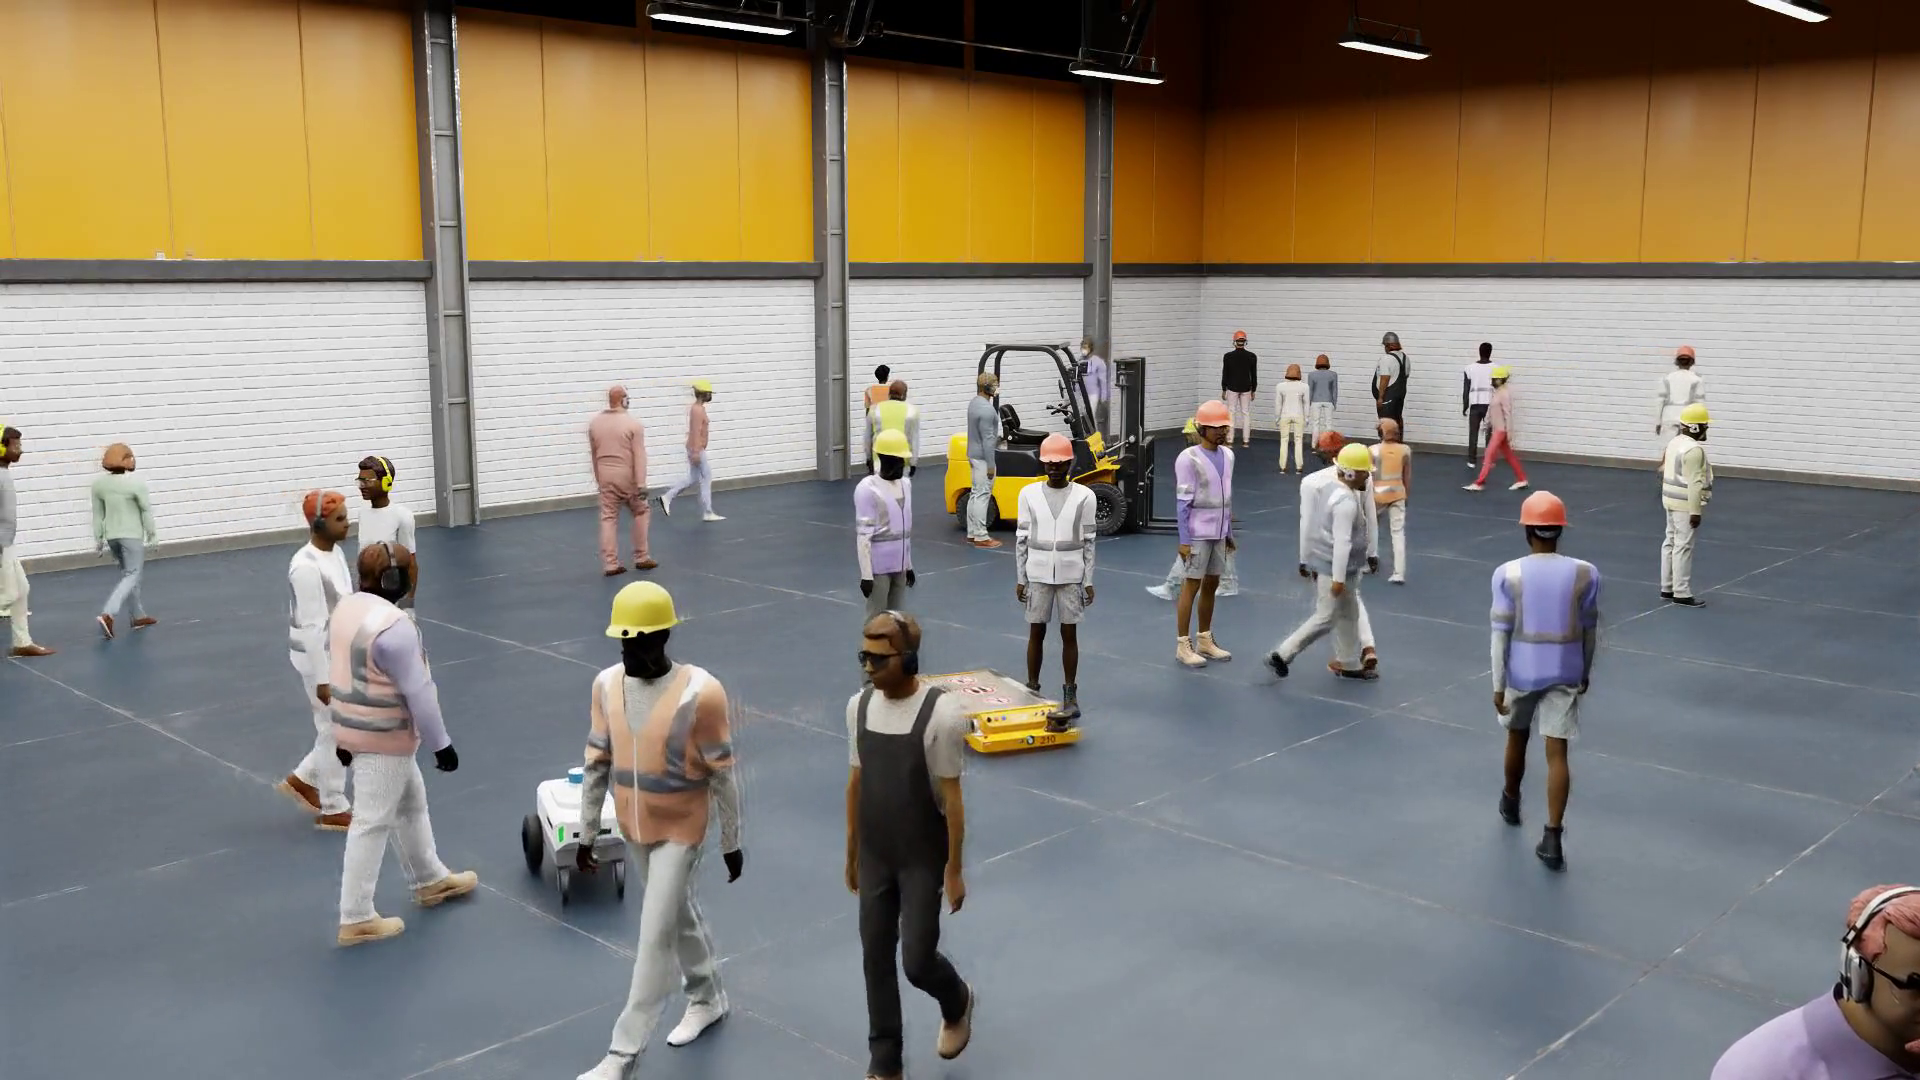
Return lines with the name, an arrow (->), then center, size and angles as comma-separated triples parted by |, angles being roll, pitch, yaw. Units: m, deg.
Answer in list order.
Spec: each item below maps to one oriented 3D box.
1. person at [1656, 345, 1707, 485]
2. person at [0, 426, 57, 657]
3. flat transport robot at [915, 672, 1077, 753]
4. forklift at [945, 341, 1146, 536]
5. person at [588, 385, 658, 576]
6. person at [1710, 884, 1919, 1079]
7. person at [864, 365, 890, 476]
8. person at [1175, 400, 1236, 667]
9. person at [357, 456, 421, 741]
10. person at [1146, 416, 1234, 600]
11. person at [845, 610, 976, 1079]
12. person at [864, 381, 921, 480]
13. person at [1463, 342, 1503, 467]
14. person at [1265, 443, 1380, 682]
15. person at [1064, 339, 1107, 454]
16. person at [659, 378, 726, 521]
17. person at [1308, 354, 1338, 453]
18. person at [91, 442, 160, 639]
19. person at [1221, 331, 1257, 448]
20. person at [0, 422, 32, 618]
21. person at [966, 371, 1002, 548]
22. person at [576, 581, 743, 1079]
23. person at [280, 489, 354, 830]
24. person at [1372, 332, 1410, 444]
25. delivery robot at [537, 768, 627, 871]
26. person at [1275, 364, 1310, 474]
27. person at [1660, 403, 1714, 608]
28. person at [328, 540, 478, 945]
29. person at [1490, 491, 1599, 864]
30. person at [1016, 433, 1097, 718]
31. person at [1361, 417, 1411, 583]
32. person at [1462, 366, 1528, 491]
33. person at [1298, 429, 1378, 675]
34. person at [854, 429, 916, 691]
person -> 9.680, -1.611, 22.411 | 0.607, 2.022, 0.759 | 6, 11, 35
person -> -7.466, 0.041, 12.807 | 0.683, 1.841, 0.569 | -5, 10, -27
flat transport robot -> 0.166, 1.107, 11.048 | 0.652, 0.197, 1.431 | -4, 10, -23
forklift -> 0.977, -1.223, 19.452 | 2.313, 2.155, 1.214 | 2, 9, 11
person -> -3.325, -0.606, 16.601 | 0.681, 1.880, 0.757 | 4, 10, 21
person -> 1.741, 1.574, 3.186 | 0.651, 1.906, 0.403 | -1, 9, -7
person -> -1.098, -1.625, 23.468 | 0.531, 1.691, 0.321 | 3, 10, 18
person -> 1.912, -0.053, 12.744 | 0.614, 2.041, 0.393 | -8, 13, -42
person -> -3.643, 0.396, 10.518 | 0.517, 1.873, 0.328 | 5, 11, 30
person -> 2.153, -0.288, 15.252 | 0.916, 1.692, 0.505 | -2, 9, -11
person -> -0.188, 1.143, 6.076 | 0.536, 1.827, 0.559 | 6, 11, 32
person -> -0.767, -0.915, 18.842 | 0.646, 1.769, 1.021 | 0, 9, 1
person -> 7.992, -2.057, 25.415 | 0.597, 1.916, 0.371 | 3, 10, 18
person -> 2.657, 0.178, 12.107 | 0.797, 1.794, 0.630 | 1, 9, 5
person -> 1.997, -2.287, 26.869 | 0.644, 1.894, 0.950 | 7, 12, 38
person -> -3.240, -1.085, 20.024 | 0.711, 1.735, 0.558 | -2, 9, -10
person -> 5.975, -2.247, 27.447 | 0.498, 1.633, 0.278 | 1, 9, 6
person -> -6.968, -0.006, 13.798 | 0.498, 1.605, 0.750 | 2, 9, 13
person -> 4.743, -2.561, 28.302 | 0.617, 1.986, 0.399 | -2, 9, -9
person -> -8.439, -0.177, 14.413 | 0.501, 1.756, 0.529 | -5, 10, -28
person -> 0.255, -0.865, 18.085 | 0.368, 1.934, 0.630 | -2, 9, -12
person -> -1.189, 1.090, 6.204 | 0.613, 1.878, 0.982 | 5, 11, 30
person -> -3.400, 0.656, 8.930 | 0.452, 1.868, 0.602 | -1, 9, -3
person -> 6.875, -2.331, 26.716 | 0.688, 2.000, 0.536 | -8, 12, -41
delivery robot -> -1.883, 1.375, 8.251 | 0.477, 0.478, 0.707 | -4, 10, -22
person -> 4.929, -1.795, 24.674 | 0.507, 1.633, 0.277 | 2, 10, 15
person -> 6.553, -0.317, 15.001 | 0.404, 1.834, 0.592 | 1, 9, 4
person -> -2.536, 0.901, 7.631 | 0.852, 1.810, 0.648 | -7, 12, -38
person -> 3.044, 0.683, 8.717 | 0.544, 1.890, 0.996 | 2, 10, 14
person -> 0.646, 0.244, 11.241 | 0.543, 1.939, 0.361 | 1, 9, 5
person -> 4.143, -0.399, 16.217 | 0.537, 1.588, 0.881 | -2, 9, -10
person -> 7.381, -1.515, 22.717 | 0.925, 1.720, 0.526 | 0, 9, 2
person -> 2.813, 0.107, 12.344 | 0.617, 1.861, 0.445 | -3, 10, -17
person -> -0.497, 0.175, 11.706 | 0.387, 1.922, 0.594 | 6, 11, 32
